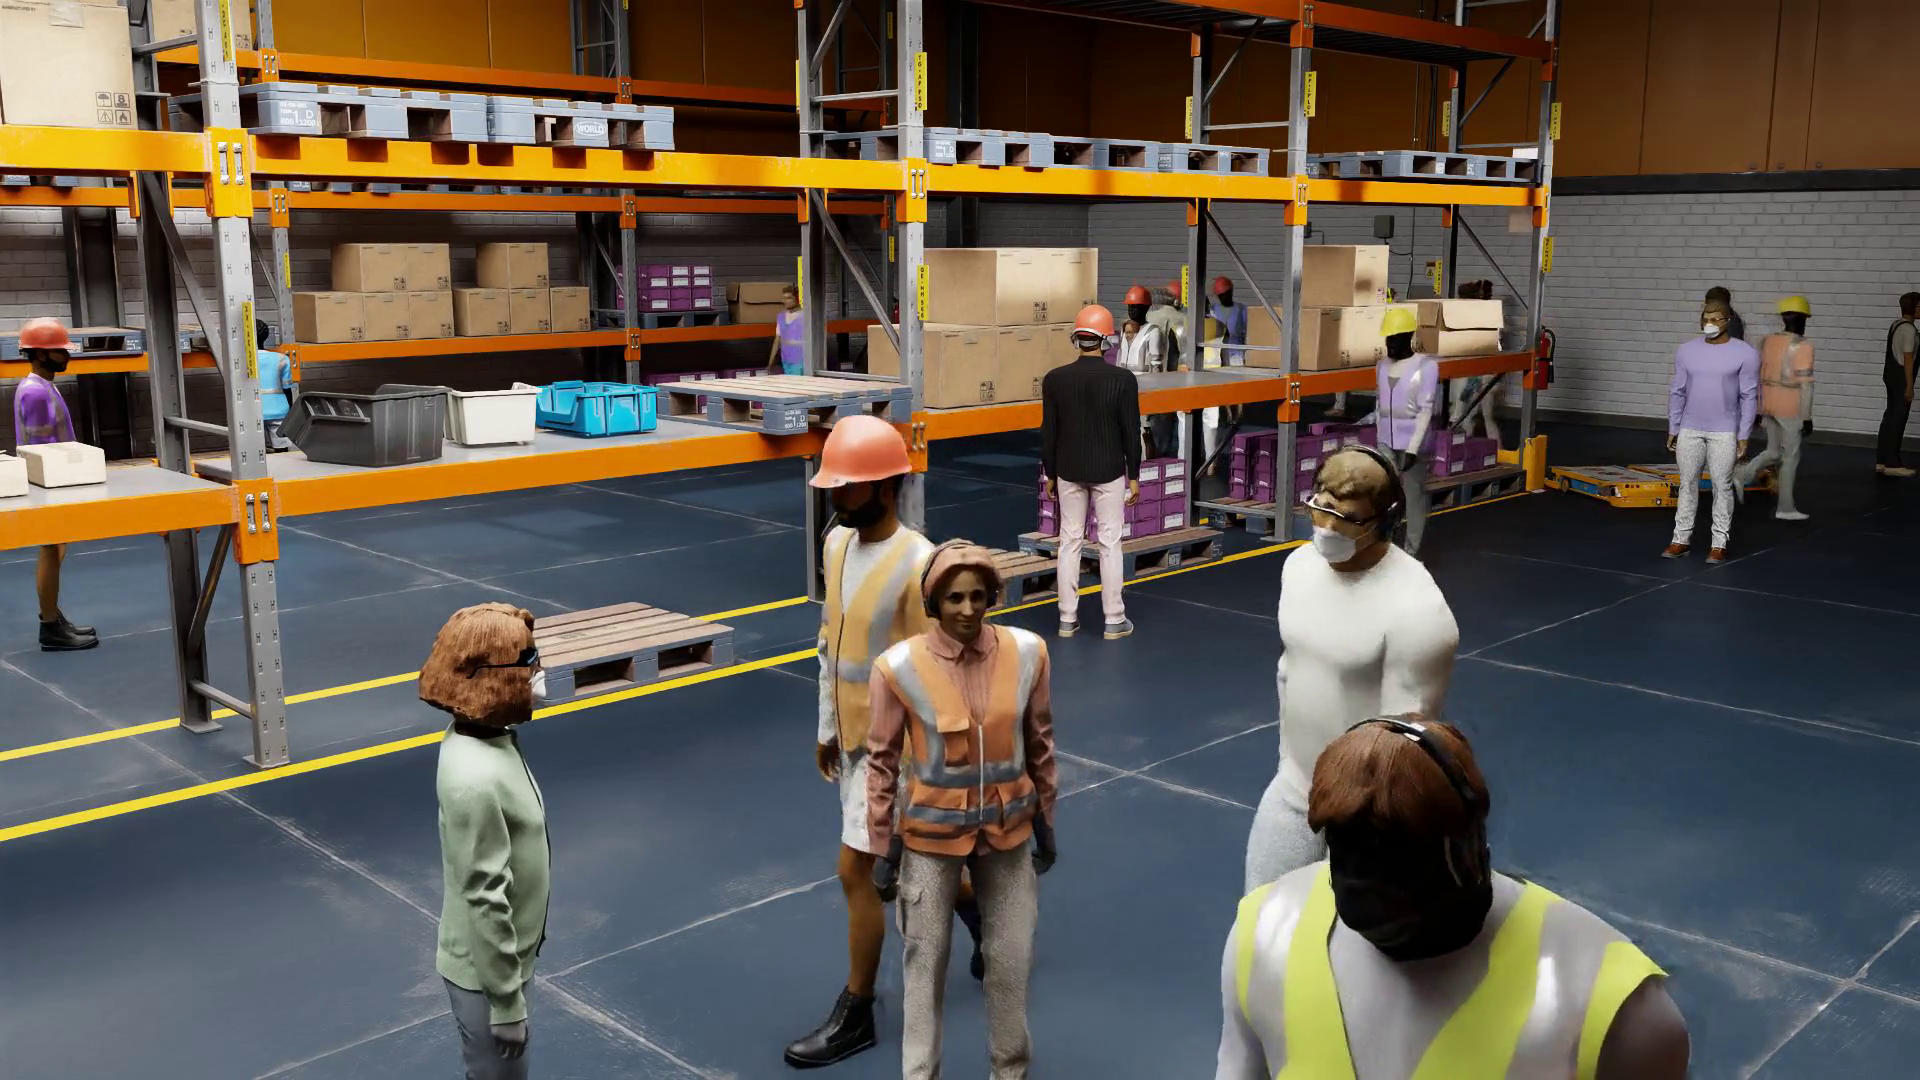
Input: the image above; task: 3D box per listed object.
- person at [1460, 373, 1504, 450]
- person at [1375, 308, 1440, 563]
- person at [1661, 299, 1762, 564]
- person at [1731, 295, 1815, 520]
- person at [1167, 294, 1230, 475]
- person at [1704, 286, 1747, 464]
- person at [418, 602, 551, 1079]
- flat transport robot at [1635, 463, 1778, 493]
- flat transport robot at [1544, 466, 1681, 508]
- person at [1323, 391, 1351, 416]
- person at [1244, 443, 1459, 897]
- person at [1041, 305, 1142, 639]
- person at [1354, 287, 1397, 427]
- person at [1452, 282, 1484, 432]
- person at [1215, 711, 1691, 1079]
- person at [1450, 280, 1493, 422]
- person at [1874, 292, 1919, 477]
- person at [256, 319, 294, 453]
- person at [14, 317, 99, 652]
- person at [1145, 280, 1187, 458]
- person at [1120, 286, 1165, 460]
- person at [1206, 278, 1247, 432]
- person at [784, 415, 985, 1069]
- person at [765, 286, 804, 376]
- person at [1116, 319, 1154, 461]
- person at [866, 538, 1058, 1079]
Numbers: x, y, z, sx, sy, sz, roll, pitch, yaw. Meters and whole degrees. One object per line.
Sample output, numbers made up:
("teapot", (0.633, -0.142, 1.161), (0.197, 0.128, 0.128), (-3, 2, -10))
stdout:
("person", (5.316, -1.533, 17.180), (0.751, 1.607, 0.512), (3, 11, 16))
("person", (3.081, -0.679, 11.748), (0.672, 1.899, 0.585), (-7, 13, -35))
("person", (5.523, -0.795, 12.261), (0.631, 1.939, 0.370), (10, 14, 42))
("person", (6.909, -1.112, 14.078), (0.599, 1.906, 0.613), (-2, 11, -10))
("person", (2.384, -1.562, 16.706), (0.633, 1.841, 0.429), (0, 10, -1))
("person", (7.598, -1.572, 16.588), (0.419, 1.909, 0.701), (8, 13, 36))
("person", (-1.002, 0.937, 3.645), (0.285, 1.633, 0.497), (-3, 11, -15))
("flat transport robot", (6.978, -0.579, 15.632), (1.431, 0.197, 0.652), (-2, 11, -9))
("flat transport robot", (5.997, -0.503, 15.216), (0.652, 0.197, 1.431), (-2, 11, -9))
("person", (5.084, -2.577, 22.244), (0.429, 1.844, 0.622), (5, 11, 25))
("person", (0.996, 0.690, 4.265), (0.431, 1.907, 0.657), (-6, 12, -28))
("person", (0.790, -0.399, 9.940), (0.610, 1.996, 0.378), (3, 11, 18))
("person", (4.511, -1.803, 18.010), (0.634, 1.849, 0.530), (-1, 10, -4))
("person", (6.085, -2.156, 19.911), (0.842, 1.855, 0.582), (-9, 13, -39))
("person", (0.621, 1.106, 2.277), (0.647, 1.792, 0.957), (10, 14, 42))
("person", (6.588, -2.423, 21.437), (0.468, 1.838, 0.541), (3, 11, 15))
("person", (9.465, -1.564, 16.706), (0.330, 1.844, 0.520), (2, 11, 12))
("person", (-6.026, -1.062, 14.394), (0.534, 1.694, 0.321), (-7, 13, -34))
("person", (-5.269, -0.325, 9.700), (0.375, 1.935, 0.551), (-5, 12, -28))
("person", (2.025, -1.683, 17.094), (0.789, 1.946, 0.480), (3, 11, 16))
("person", (1.641, -1.383, 15.452), (0.346, 1.942, 0.550), (-7, 13, -35))
("person", (3.277, -2.276, 20.482), (0.541, 1.876, 0.968), (3, 11, 16))
("person", (-0.163, 0.561, 4.970), (0.828, 1.907, 0.537), (-6, 12, -31))
("person", (-2.004, -2.002, 19.168), (0.750, 1.821, 0.580), (-10, 14, -44))
("person", (1.627, -1.240, 15.509), (0.307, 1.636, 0.525), (-8, 13, -36))
("person", (0.008, 0.800, 4.414), (0.530, 1.630, 0.326), (-4, 11, -19))
